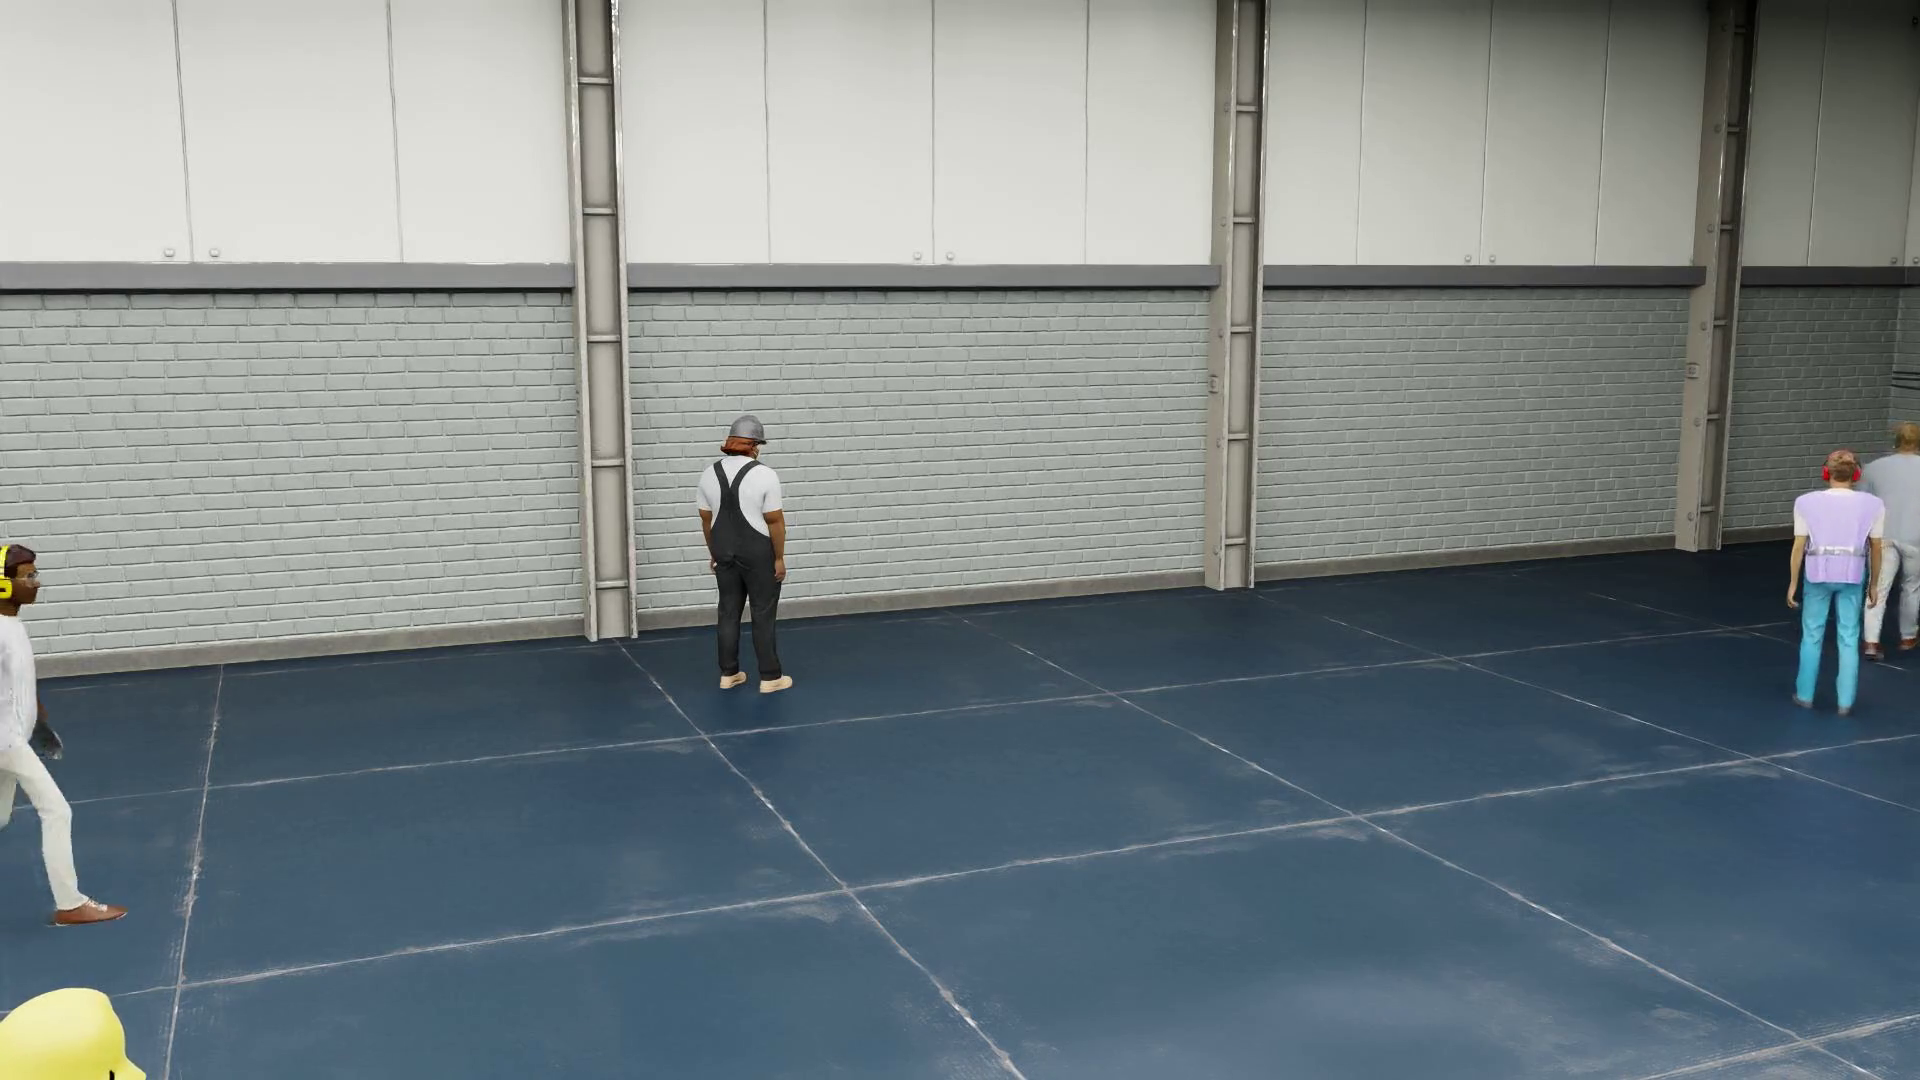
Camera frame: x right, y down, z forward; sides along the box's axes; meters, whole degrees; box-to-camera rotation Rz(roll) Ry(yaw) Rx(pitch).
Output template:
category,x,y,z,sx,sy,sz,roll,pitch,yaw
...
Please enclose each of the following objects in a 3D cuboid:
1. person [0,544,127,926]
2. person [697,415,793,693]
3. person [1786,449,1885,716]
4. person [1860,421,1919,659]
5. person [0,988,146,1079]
category,x,y,z,sx,sy,sz,roll,pitch,yaw
person,-4.428,0.921,7.600,0.911,1.836,0.519,-5,10,-27
person,-1.537,0.087,12.171,0.676,2.000,0.536,4,10,24
person,6.047,0.294,11.502,0.571,1.843,0.383,3,10,21
person,7.460,-0.002,13.227,0.651,1.890,1.036,8,12,42
person,-1.624,1.679,3.060,0.523,1.760,0.328,8,12,42
